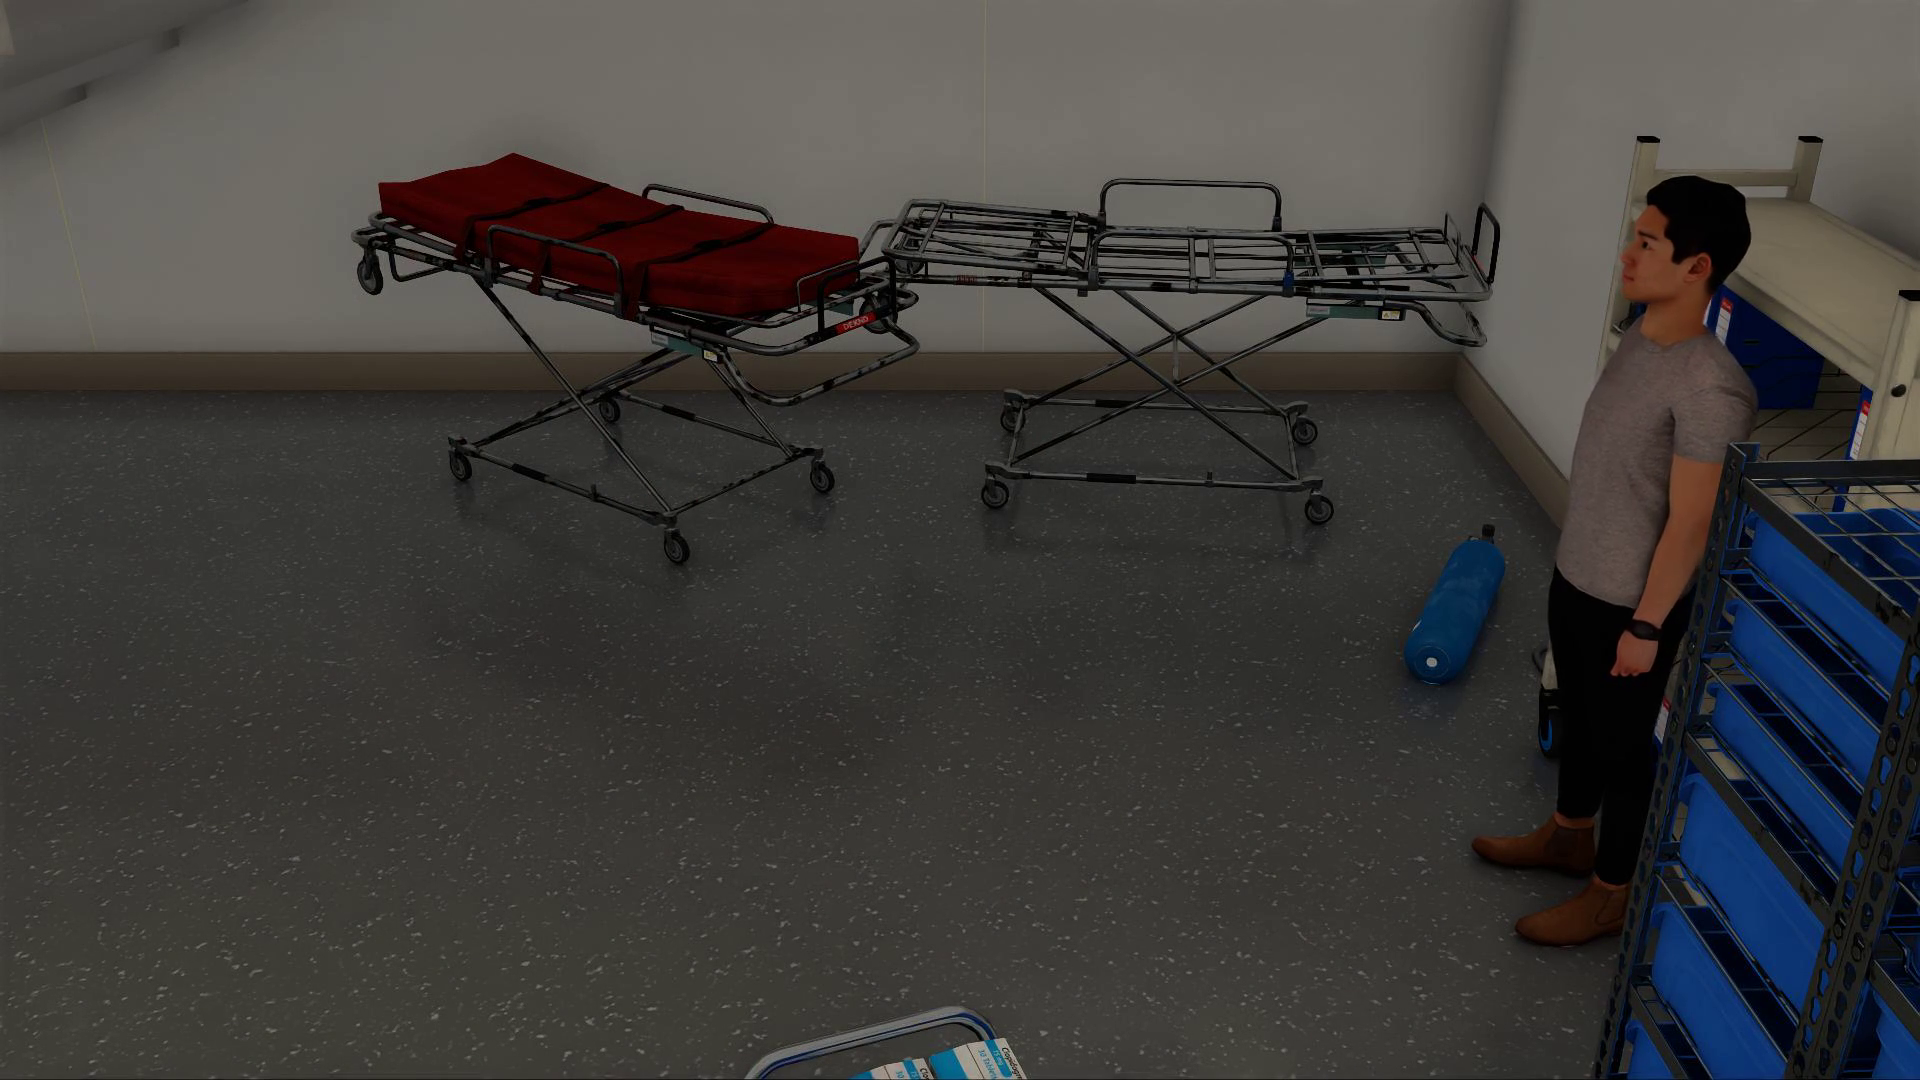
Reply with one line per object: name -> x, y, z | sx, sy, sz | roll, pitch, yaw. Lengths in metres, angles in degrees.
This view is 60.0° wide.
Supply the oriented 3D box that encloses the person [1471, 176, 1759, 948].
person -> 1.419, 0.076, 3.530 | 0.521, 1.723, 0.598 | 1, 26, 2
